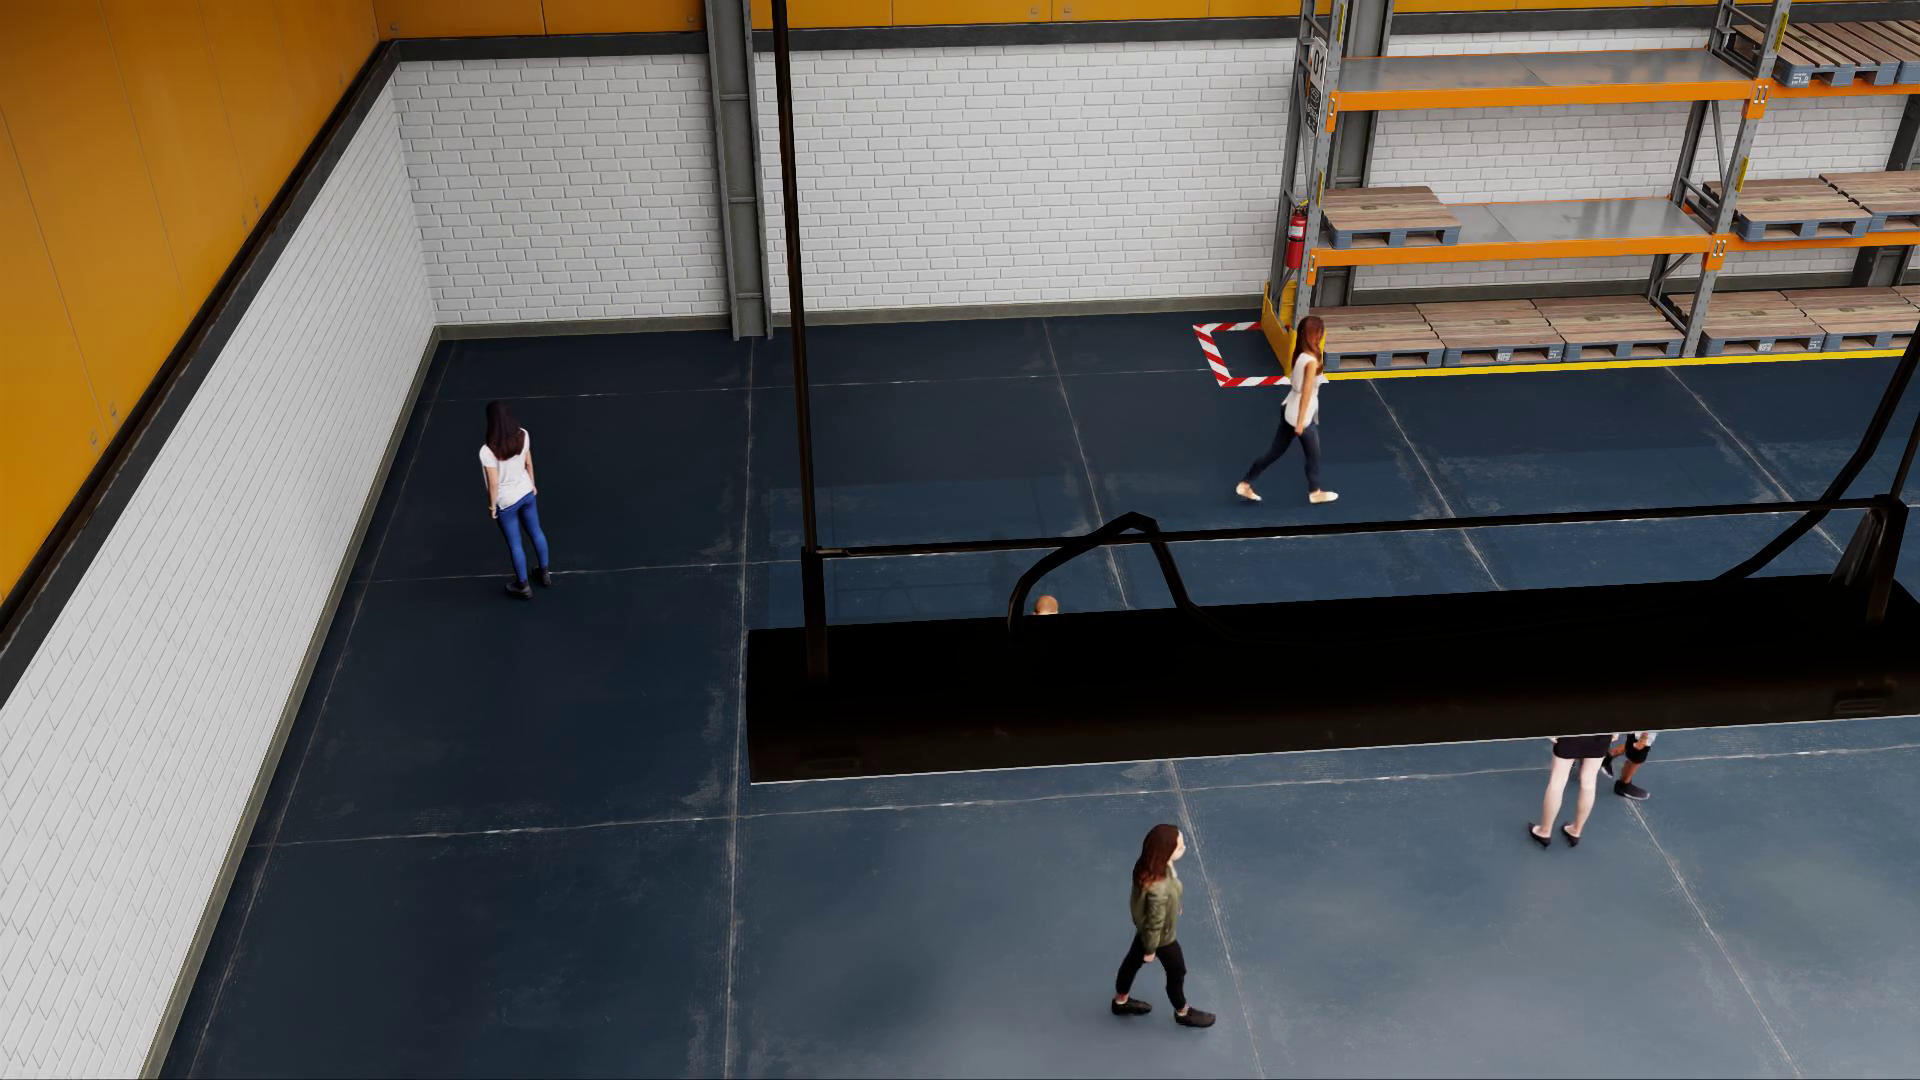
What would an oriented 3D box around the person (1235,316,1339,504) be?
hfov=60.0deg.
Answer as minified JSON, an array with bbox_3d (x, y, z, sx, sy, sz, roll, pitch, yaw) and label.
[{"bbox_3d":[2.710,-1.033,13.810,1.096,1.749,0.629,-3,34,-5],"label":"person"}]

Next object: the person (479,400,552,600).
[{"bbox_3d":[-3.425,-0.304,12.771,0.729,1.684,0.682,22,40,30],"label":"person"}]

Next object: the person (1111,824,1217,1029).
[{"bbox_3d":[1.019,2.155,9.278,0.844,1.456,0.654,0,34,1],"label":"person"}]
